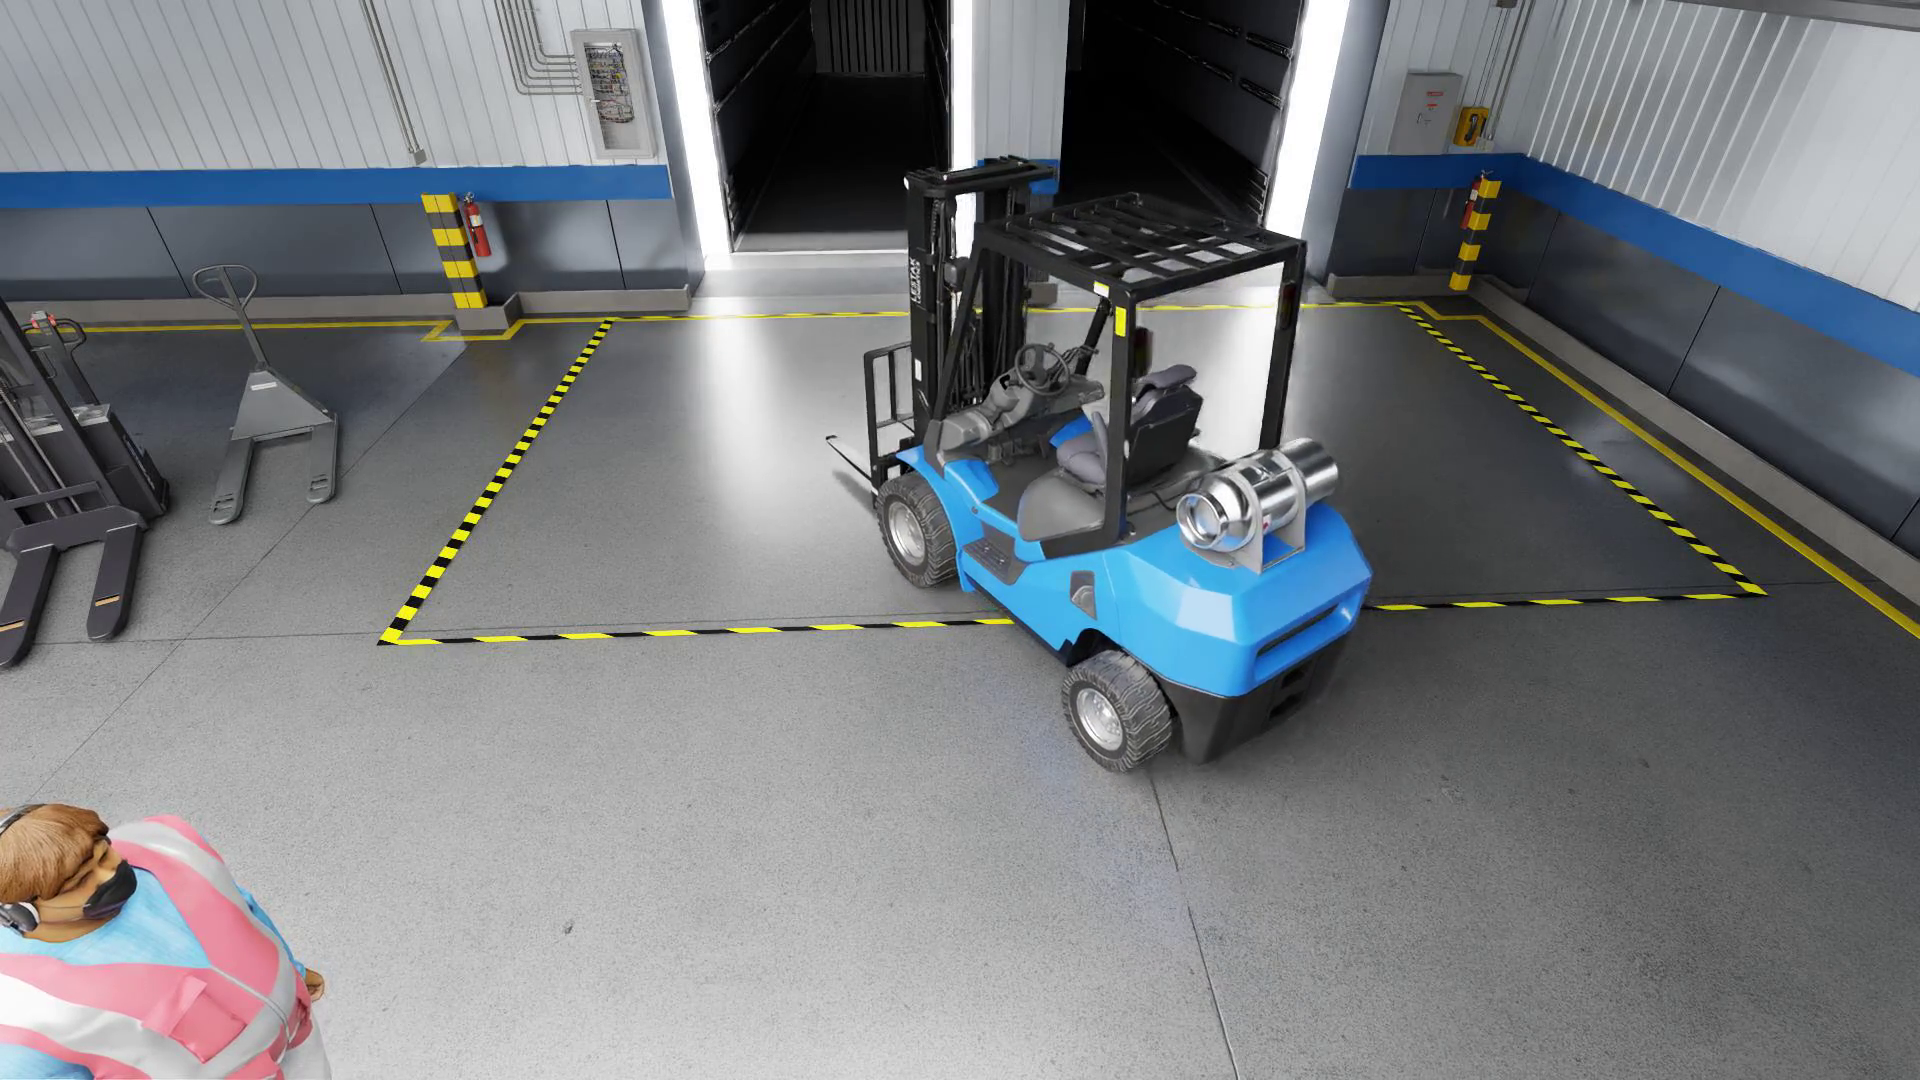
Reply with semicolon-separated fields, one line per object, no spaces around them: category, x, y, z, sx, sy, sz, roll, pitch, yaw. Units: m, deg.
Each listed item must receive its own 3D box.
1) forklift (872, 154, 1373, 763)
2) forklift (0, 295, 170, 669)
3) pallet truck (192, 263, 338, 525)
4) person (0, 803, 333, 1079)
forklift;0.676;-0.553;4.474;1.157;2.036;2.680;-22;40;-28
forklift;-5.212;-0.618;4.878;0.823;1.965;1.885;-20;39;-26
pallet truck;-4.778;-1.027;6.128;0.680;1.201;1.601;-17;38;-23
person;-1.811;1.292;2.269;0.429;1.844;0.625;-2;35;-3
